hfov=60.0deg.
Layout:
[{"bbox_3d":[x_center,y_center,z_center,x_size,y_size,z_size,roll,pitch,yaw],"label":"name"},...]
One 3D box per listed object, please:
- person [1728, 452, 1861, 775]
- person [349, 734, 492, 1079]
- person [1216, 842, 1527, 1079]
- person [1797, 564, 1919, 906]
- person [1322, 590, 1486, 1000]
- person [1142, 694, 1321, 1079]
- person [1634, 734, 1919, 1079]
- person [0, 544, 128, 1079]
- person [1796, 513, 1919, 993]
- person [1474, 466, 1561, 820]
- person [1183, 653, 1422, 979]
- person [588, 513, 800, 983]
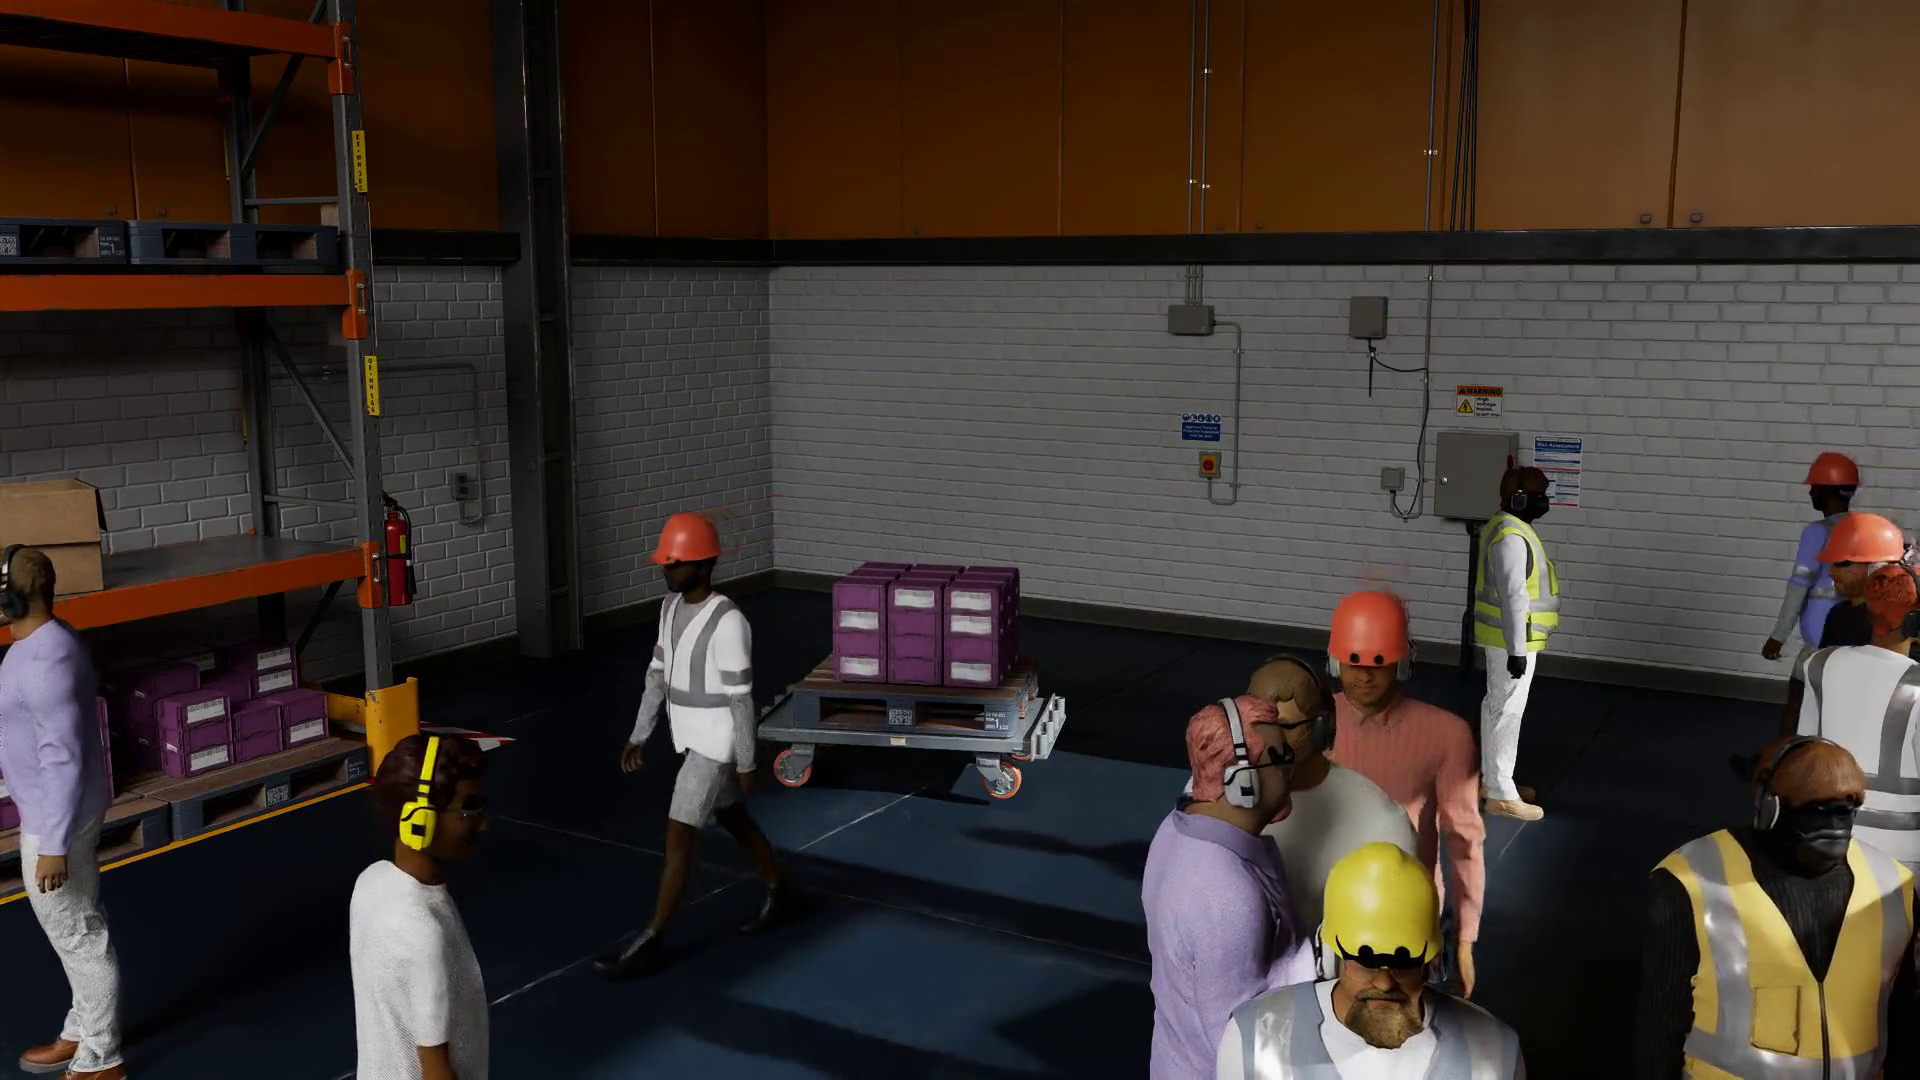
[{"bbox_3d":[4.695,0.477,8.965,0.548,1.891,0.999,-7,11,-36],"label":"person"},{"bbox_3d":[-1.142,1.336,3.639,0.327,1.865,0.517,-6,11,-32],"label":"person"},{"bbox_3d":[0.744,1.440,3.074,0.589,1.834,0.403,1,9,3],"label":"person"},{"bbox_3d":[3.068,1.014,5.589,0.339,1.879,0.584,-3,10,-21],"label":"person"},{"bbox_3d":[1.210,1.098,4.886,0.630,1.925,1.065,2,9,15],"label":"person"},{"bbox_3d":[0.625,1.291,3.783,0.409,1.908,0.642,-1,9,-4],"label":"person"},{"bbox_3d":[1.851,1.329,3.795,0.622,1.835,0.430,0,9,0],"label":"person"},{"bbox_3d":[-3.108,0.968,5.707,0.366,1.936,0.630,-5,10,-29],"label":"person"},{"bbox_3d":[3.432,0.860,6.386,0.947,1.956,0.628,1,9,7],"label":"person"},{"bbox_3d":[2.924,0.527,8.753,0.429,1.844,0.625,2,9,14],"label":"person"},{"bbox_3d":[0.797,1.222,4.117,0.635,1.937,0.357,7,11,36],"label":"person"},{"bbox_3d":[-1.071,0.813,6.868,1.016,1.885,0.555,-6,11,-33],"label":"person"}]
